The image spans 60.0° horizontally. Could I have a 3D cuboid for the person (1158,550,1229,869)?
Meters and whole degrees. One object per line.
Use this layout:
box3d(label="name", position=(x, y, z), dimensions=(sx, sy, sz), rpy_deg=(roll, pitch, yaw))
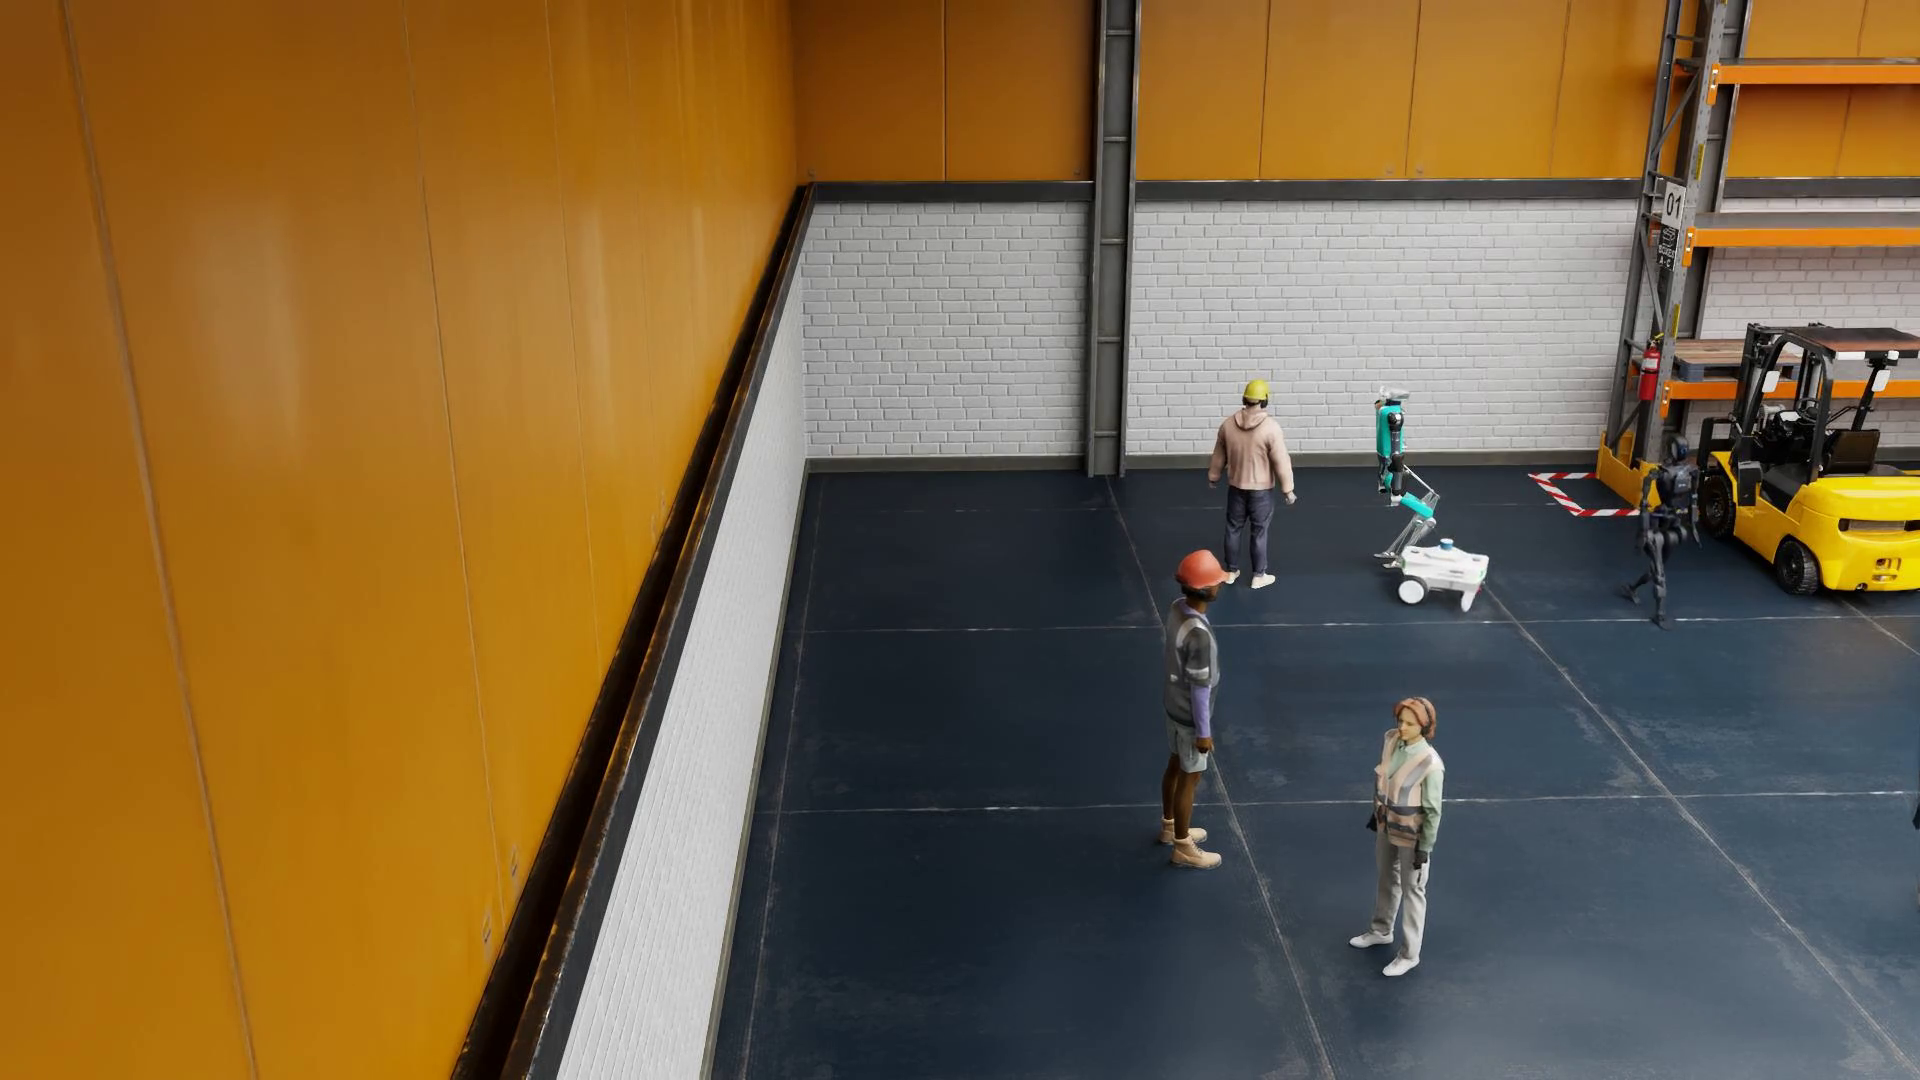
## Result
box3d(label="person", position=(1.434, 1.031, 10.197), dimensions=(0.363, 2.046, 0.612), rpy_deg=(-2, 20, -6))

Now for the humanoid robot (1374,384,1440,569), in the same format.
box3d(label="humanoid robot", position=(4.004, -0.564, 14.772), dimensions=(0.735, 1.673, 0.533), rpy_deg=(-1, 20, -2))

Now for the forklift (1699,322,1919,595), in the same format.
box3d(label="forklift", position=(7.809, -0.792, 14.926), dimensions=(1.214, 2.155, 2.313), rpy_deg=(-1, 20, -2))

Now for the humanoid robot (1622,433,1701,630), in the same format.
box3d(label="humanoid robot", position=(5.871, -0.121, 13.935), dimensions=(0.602, 1.647, 0.786), rpy_deg=(-5, 21, -13))

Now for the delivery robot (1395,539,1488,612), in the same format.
box3d(label="delivery robot", position=(4.139, 0.291, 14.374), dimensions=(0.783, 0.612, 0.523), rpy_deg=(8, 22, 20))

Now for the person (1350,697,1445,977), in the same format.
box3d(label="person", position=(2.443, 1.614, 9.185), dimensions=(0.304, 1.645, 0.521), rpy_deg=(-8, 22, -20))

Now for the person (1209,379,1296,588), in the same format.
box3d(label="person", position=(2.535, -0.485, 14.559), dimensions=(0.798, 1.865, 0.412), rpy_deg=(12, 24, 30))

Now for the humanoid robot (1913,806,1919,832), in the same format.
box3d(label="humanoid robot", position=(5.839, 1.494, 9.546), dimensions=(0.597, 1.630, 0.789), rpy_deg=(7, 21, 18))
